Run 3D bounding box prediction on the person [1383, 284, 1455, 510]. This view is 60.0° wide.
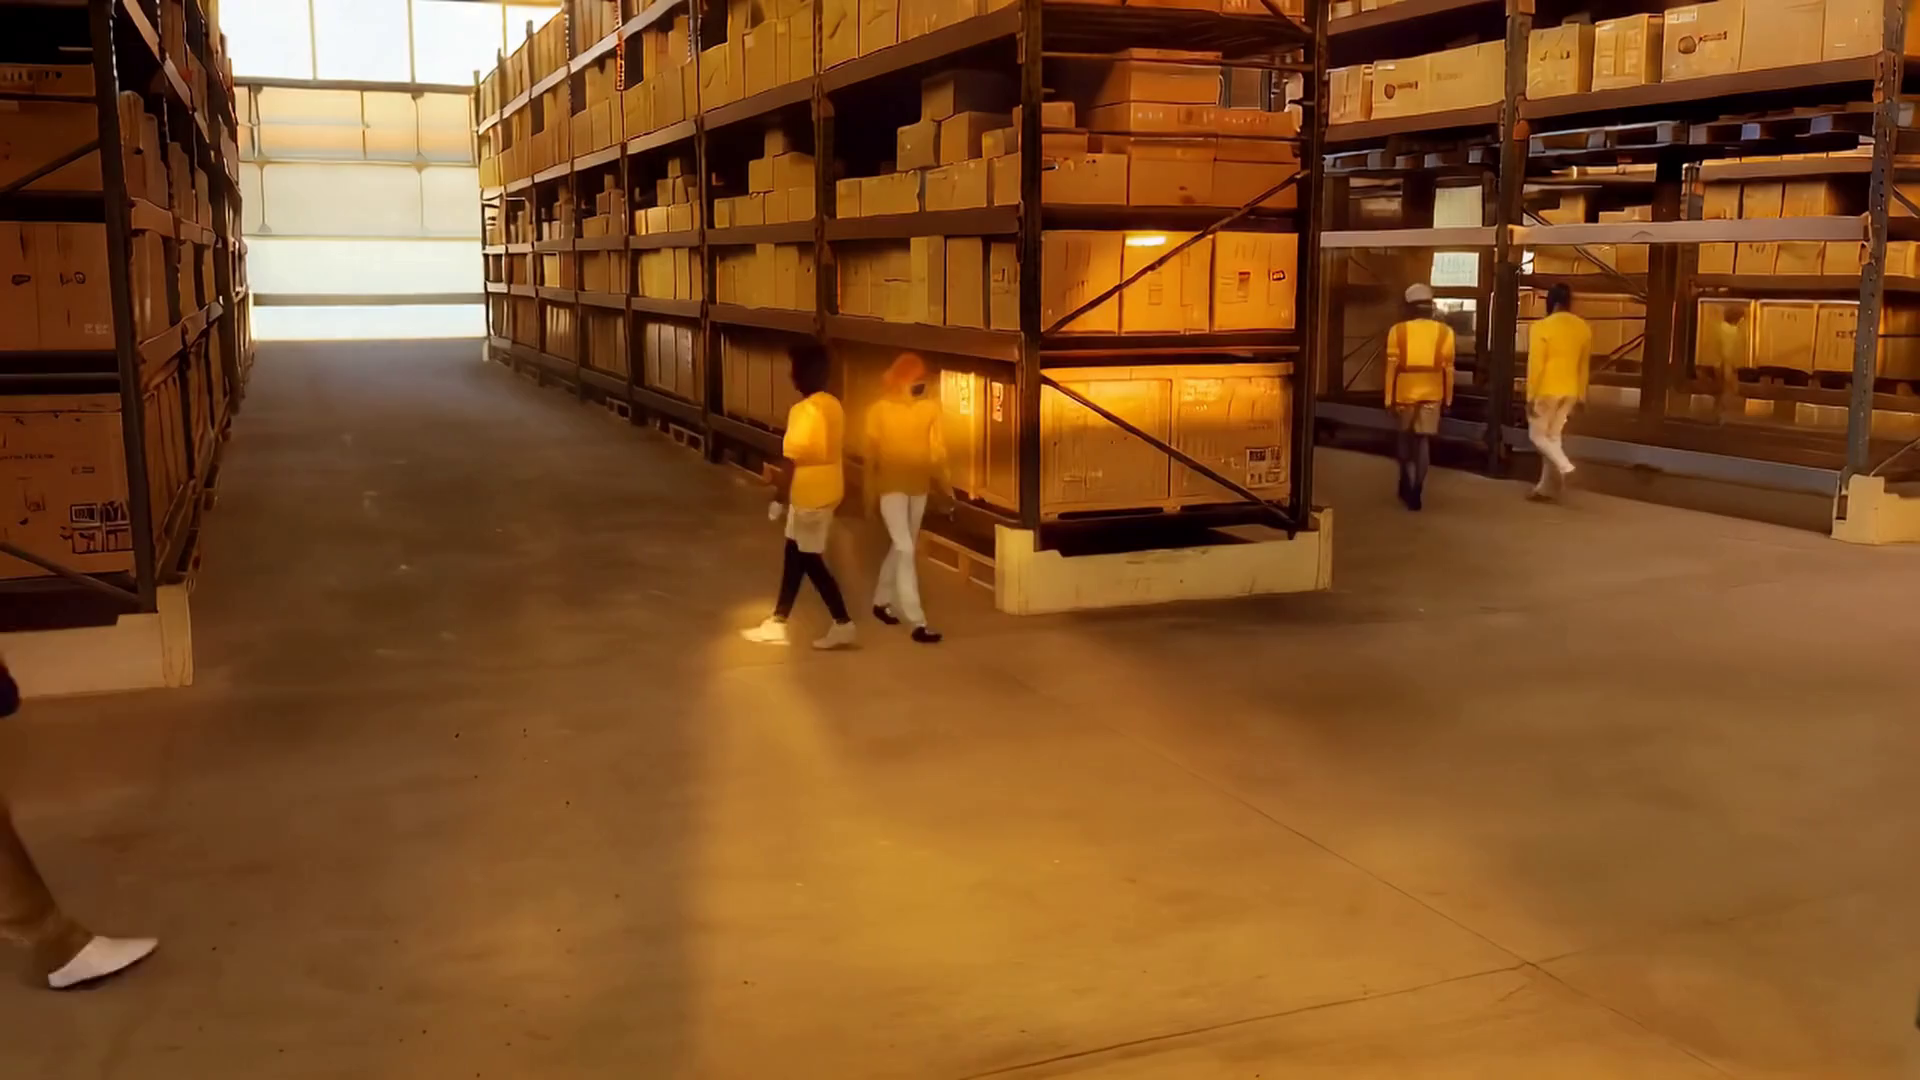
[{"bbox_3d":[3.904,-1.226,14.167,0.590,1.878,0.906,2,10,11],"label":"person"}]

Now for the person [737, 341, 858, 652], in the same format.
[{"bbox_3d":[-0.854,-0.223,8.862,0.686,1.650,0.567,2,10,9],"label":"person"}]

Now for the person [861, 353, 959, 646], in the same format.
[{"bbox_3d":[-0.300,-0.245,9.223,0.488,1.581,0.856,-8,12,-39],"label":"person"}]

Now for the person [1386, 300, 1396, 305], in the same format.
[{"bbox_3d":[9.926,-5.291,38.369,1.043,1.947,0.604,8,13,41],"label":"person"}]

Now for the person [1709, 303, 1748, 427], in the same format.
[{"bbox_3d":[9.239,-2.056,20.003,0.383,1.595,0.566,6,11,32],"label":"person"}]

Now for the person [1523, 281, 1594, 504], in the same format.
[{"bbox_3d":[5.081,-1.218,14.048,0.629,1.918,0.701,-3,10,-20],"label":"person"}]

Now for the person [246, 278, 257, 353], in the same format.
[{"bbox_3d":[-16.360,-5.155,38.132,0.333,1.744,0.559,-7,12,-37],"label":"person"}]

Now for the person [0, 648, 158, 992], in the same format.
[{"bbox_3d":[-2.873,0.388,4.624,1.035,1.848,0.666,-3,10,-17],"label":"person"}]
